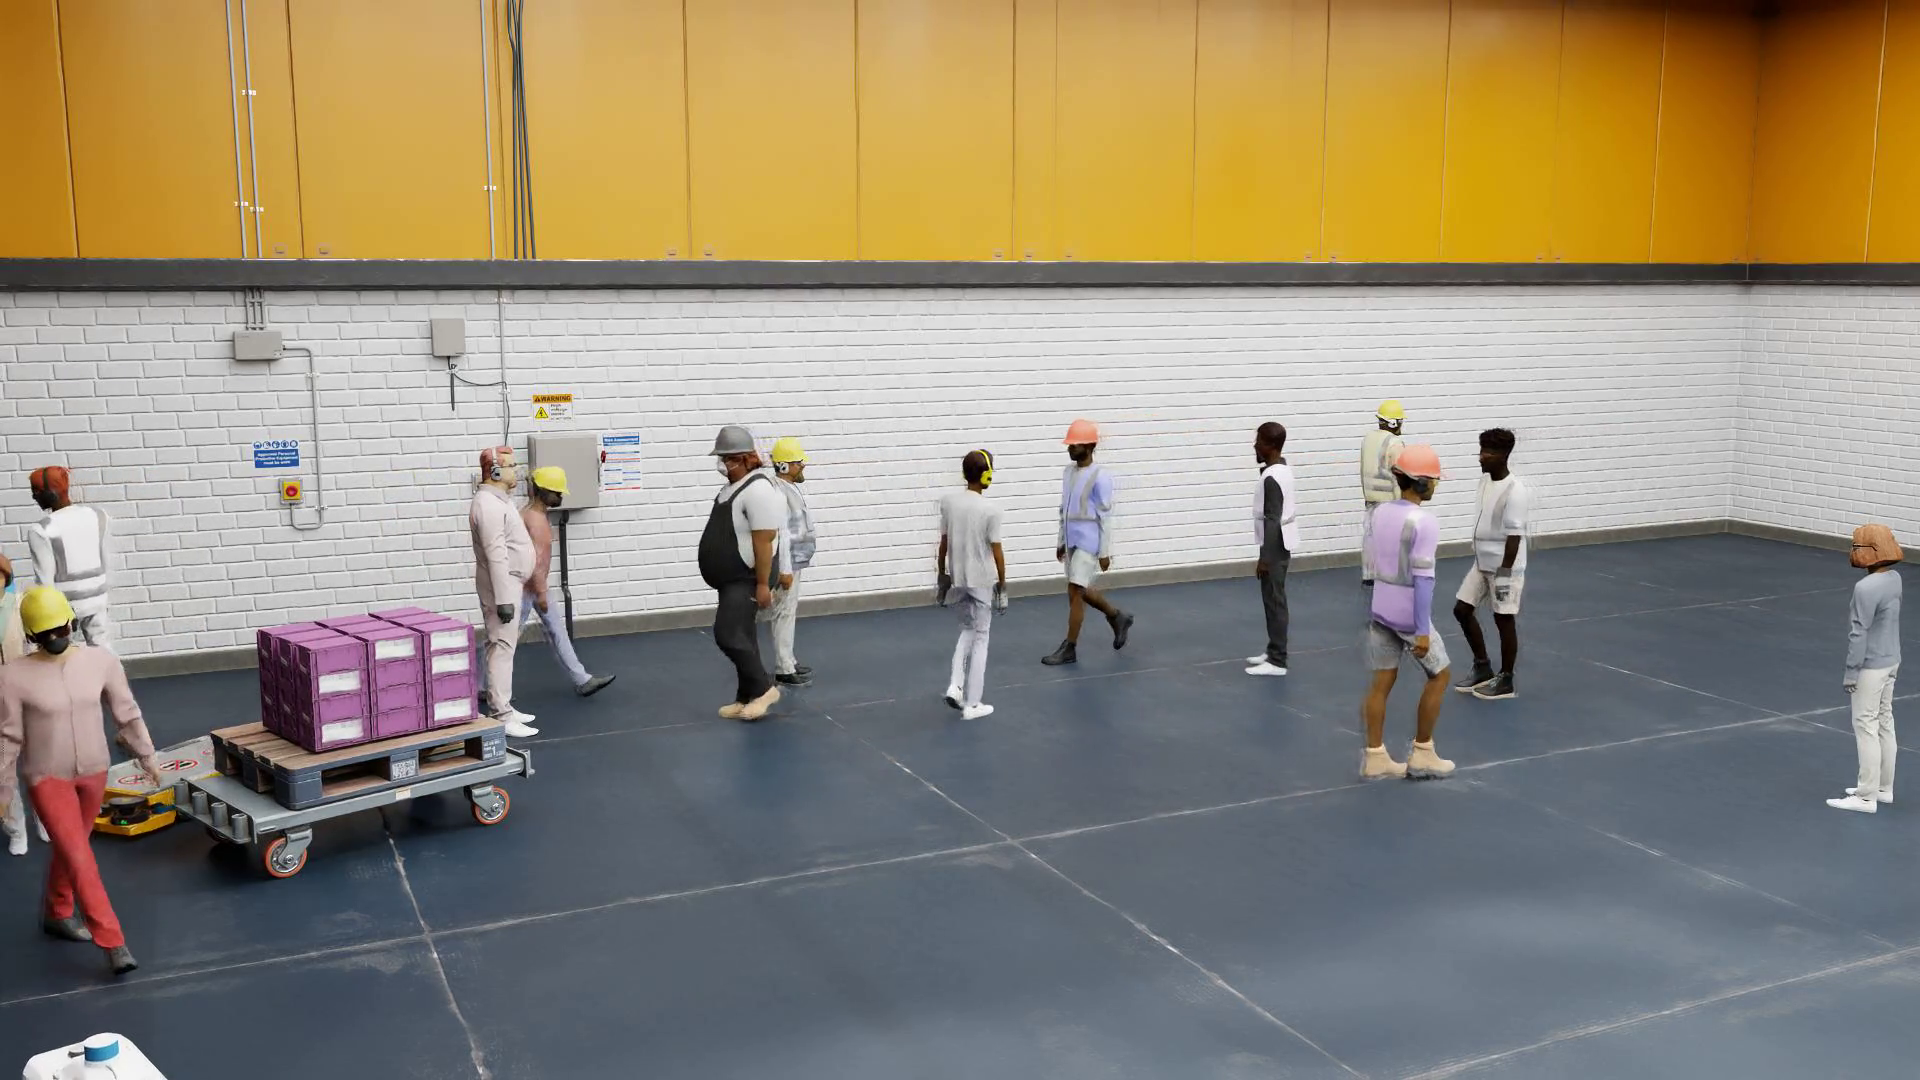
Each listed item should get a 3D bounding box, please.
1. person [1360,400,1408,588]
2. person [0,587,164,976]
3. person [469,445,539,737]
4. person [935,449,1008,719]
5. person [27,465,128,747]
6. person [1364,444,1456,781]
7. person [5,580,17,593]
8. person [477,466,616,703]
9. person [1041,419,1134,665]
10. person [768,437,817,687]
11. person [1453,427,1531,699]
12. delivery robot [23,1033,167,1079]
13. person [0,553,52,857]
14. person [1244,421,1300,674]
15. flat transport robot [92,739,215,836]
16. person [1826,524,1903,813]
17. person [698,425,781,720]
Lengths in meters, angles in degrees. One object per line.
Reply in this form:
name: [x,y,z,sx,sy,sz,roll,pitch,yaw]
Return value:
person: [4.041,-0.416,15.792,0.403,1.830,0.599,-3,10,-19]
person: [-3.844,1.024,7.242,0.927,1.695,0.605,7,11,35]
person: [-2.990,0.329,10.930,0.410,1.913,0.643,-3,10,-16]
person: [0.104,0.299,11.305,0.549,1.847,0.395,6,11,34]
person: [-5.575,0.433,10.546,0.841,1.851,0.591,5,11,30]
person: [2.728,0.438,9.905,0.716,2.019,0.636,-3,10,-21]
person: [-5.827,0.630,9.775,0.565,1.670,0.507,-7,11,-36]
person: [-2.963,0.321,11.656,0.966,1.683,0.542,-1,9,-4]
person: [1.013,0.006,12.935,0.808,1.919,0.553,-4,10,-26]
person: [-1.256,0.154,12.257,0.403,1.833,0.590,0,9,-2]
person: [3.729,0.175,11.753,0.537,1.947,0.643,-2,9,-10]
delivery robot: [-2.772,1.849,5.403,0.477,0.478,0.707,-8,12,-42]
person: [-4.929,0.846,8.597,0.543,1.621,0.373,-5,10,-28]
person: [2.375,0.059,12.583,0.381,1.918,0.595,2,9,14]
flat transport robot: [-4.442,1.365,9.573,0.652,0.197,1.431,4,10,21]
person: [5.144,0.719,9.407,0.498,1.626,0.288,-8,12,-42]
person: [-1.498,0.221,11.199,0.537,2.000,0.697,-4,10,-24]
